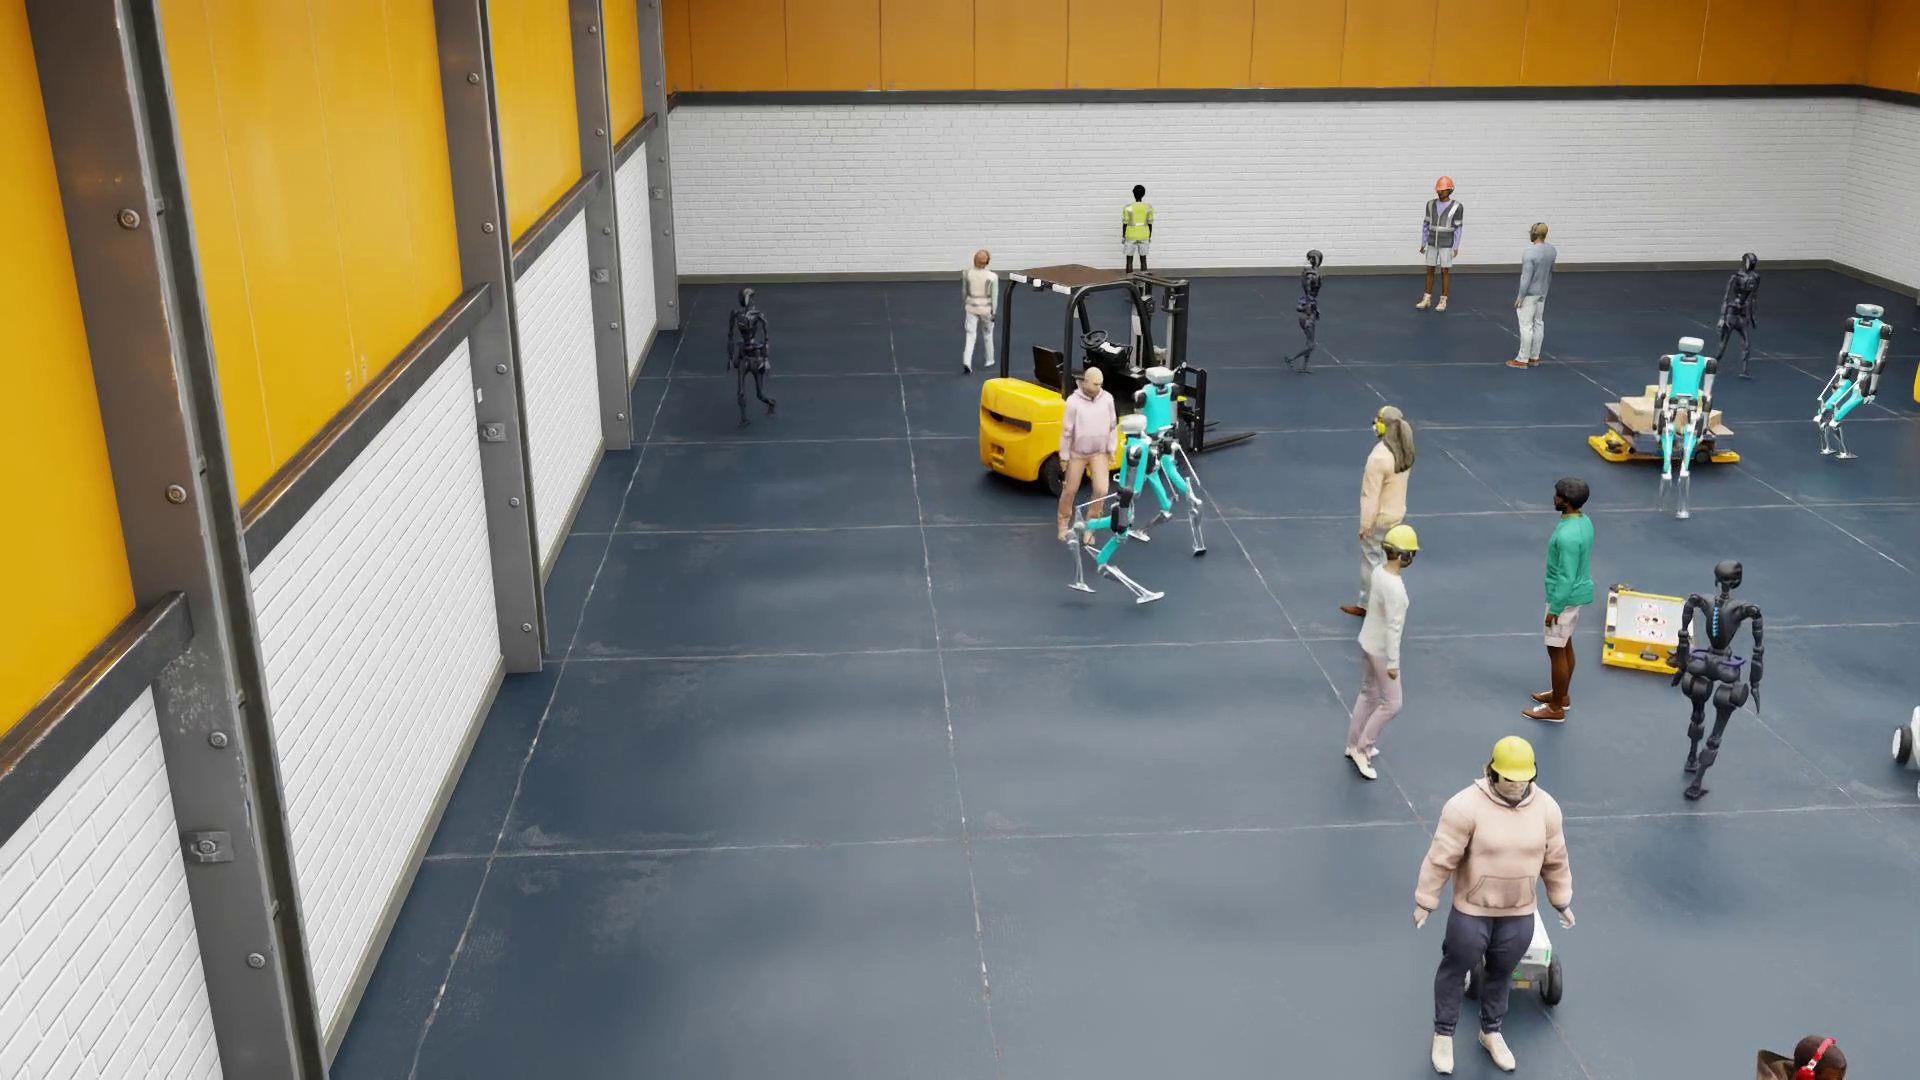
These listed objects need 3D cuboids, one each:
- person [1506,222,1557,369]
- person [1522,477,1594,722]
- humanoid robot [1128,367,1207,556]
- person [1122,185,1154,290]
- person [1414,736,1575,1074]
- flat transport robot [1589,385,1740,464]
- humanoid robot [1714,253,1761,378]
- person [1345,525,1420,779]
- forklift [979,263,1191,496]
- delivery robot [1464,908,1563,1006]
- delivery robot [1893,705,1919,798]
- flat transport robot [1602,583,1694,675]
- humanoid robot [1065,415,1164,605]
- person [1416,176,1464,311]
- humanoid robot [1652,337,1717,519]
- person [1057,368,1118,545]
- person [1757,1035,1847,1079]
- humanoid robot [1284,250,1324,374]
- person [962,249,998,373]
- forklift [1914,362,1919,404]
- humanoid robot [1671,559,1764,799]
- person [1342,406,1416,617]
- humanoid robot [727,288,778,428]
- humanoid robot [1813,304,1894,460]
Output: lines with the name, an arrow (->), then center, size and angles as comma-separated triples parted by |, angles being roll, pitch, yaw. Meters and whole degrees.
person -> 7.582, -3.242, 22.040 | 0.634, 1.938, 0.362 | -15, 25, -36
person -> 4.421, 0.438, 12.143 | 0.381, 1.848, 0.501 | 12, 23, 29
humanoid robot -> 1.996, -0.676, 15.424 | 0.536, 1.784, 1.019 | -15, 25, -34
person -> 2.863, -4.886, 26.877 | 0.528, 1.688, 0.321 | -4, 20, -10
person -> 2.681, 1.810, 8.376 | 0.798, 1.867, 0.424 | -1, 20, -1
flat transport robot -> 7.824, -1.053, 18.495 | 1.431, 0.231, 0.659 | 1, 20, 2
humanoid robot -> 10.073, -2.889, 21.480 | 0.610, 1.632, 0.690 | -8, 22, -21
person -> 2.908, 0.754, 11.427 | 0.425, 1.748, 0.579 | -1, 20, -2
forklift -> 1.315, -1.764, 17.646 | 2.313, 2.155, 1.214 | -14, 24, -33
delivery robot -> 3.034, 2.189, 9.237 | 0.499, 0.587, 0.787 | 2, 20, 6
delivery robot -> 6.719, 1.418, 11.353 | 0.499, 0.597, 0.790 | 8, 21, 20
flat transport robot -> 5.647, 0.728, 13.644 | 0.659, 0.231, 1.431 | 8, 22, 20
humanoid robot -> 1.234, -0.226, 14.137 | 1.057, 1.740, 0.548 | 4, 21, 12
person -> 7.310, -4.514, 25.355 | 0.614, 2.041, 0.379 | 16, 26, 37
humanoid robot -> 7.094, -1.048, 16.385 | 0.530, 1.797, 0.803 | 7, 21, 19
person -> 1.193, -0.804, 15.688 | 0.546, 1.738, 0.575 | -5, 21, -13
person -> 3.161, 2.611, 6.523 | 0.515, 1.639, 0.330 | -8, 22, -21
humanoid robot -> 4.516, -2.983, 21.722 | 0.402, 1.645, 0.609 | 7, 21, 19
person -> 0.250, -3.018, 21.901 | 0.511, 1.606, 0.779 | 5, 21, 14
forklift -> 12.602, -2.435, 19.475 | 2.313, 2.155, 1.214 | -1, 20, -4
humanoid robot -> 5.095, 0.897, 11.154 | 0.597, 1.638, 0.599 | 18, 27, 41
person -> 3.523, -0.210, 13.888 | 0.518, 1.869, 0.569 | 19, 27, 42
humanoid robot -> -2.434, -2.168, 19.512 | 0.614, 1.631, 0.629 | 10, 22, 24
humanoid robot -> 9.523, -1.690, 17.915 | 0.735, 1.673, 0.533 | -9, 22, -24
